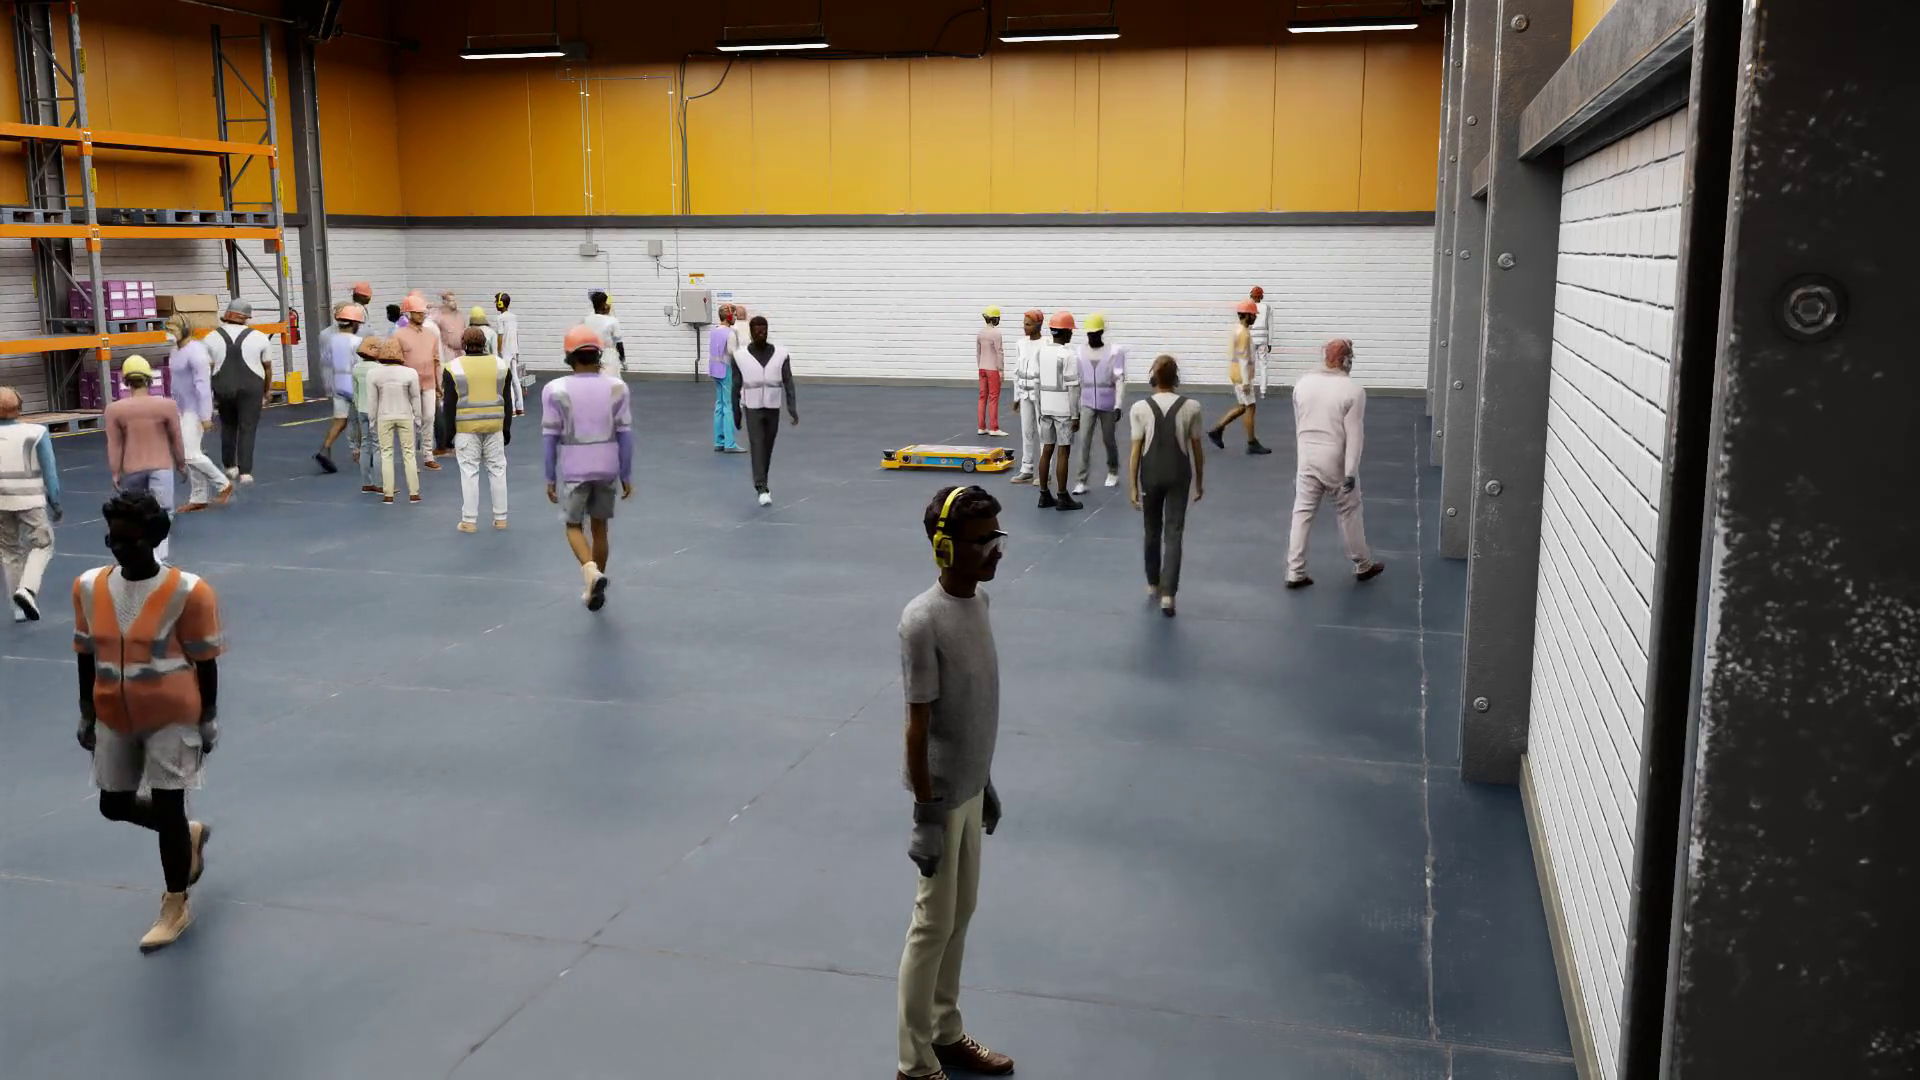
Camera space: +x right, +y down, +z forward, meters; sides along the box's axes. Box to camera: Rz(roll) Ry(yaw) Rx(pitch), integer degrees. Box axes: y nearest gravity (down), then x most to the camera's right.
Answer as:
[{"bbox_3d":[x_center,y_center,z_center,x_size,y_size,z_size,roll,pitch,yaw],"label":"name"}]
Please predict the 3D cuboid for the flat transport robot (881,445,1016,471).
[{"bbox_3d":[-0.128,-0.952,19.148,1.431,0.197,0.652,3,10,15],"label":"flat transport robot"}]

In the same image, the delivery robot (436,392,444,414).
[{"bbox_3d":[-7.433,-2.039,24.234,0.477,0.478,0.707,-6,12,-32],"label":"delivery robot"}]

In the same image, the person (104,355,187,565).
[{"bbox_3d":[-6.213,-0.544,12.695,0.523,1.733,0.815,-3,10,-15],"label":"person"}]

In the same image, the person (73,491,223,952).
[{"bbox_3d":[-2.974,0.631,6.182,0.543,1.682,0.546,1,10,5],"label":"person"}]

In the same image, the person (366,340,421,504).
[{"bbox_3d":[-5.617,-1.171,16.534,0.505,1.632,0.269,-4,11,-20],"label":"person"}]

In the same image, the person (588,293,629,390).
[{"bbox_3d":[-6.086,-3.369,28.654,0.659,1.744,0.963,-10,14,-43],"label":"person"}]

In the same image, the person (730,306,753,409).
[{"bbox_3d":[-3.513,-2.886,26.306,0.518,1.615,0.635,-8,13,-38],"label":"person"}]

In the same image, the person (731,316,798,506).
[{"bbox_3d":[-1.979,-1.310,16.685,0.609,1.866,1.020,-4,11,-22],"label":"person"}]

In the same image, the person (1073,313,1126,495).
[{"bbox_3d":[1.457,-1.446,17.407,0.592,1.873,1.010,3,11,18],"label":"person"}]

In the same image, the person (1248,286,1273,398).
[{"bbox_3d":[4.972,-3.312,27.952,0.574,1.882,0.356,-1,10,-6],"label":"person"}]

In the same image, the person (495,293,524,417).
[{"bbox_3d":[-6.801,-2.784,25.024,0.332,1.864,0.509,3,10,16],"label":"person"}]

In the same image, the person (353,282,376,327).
[{"bbox_3d":[-9.416,-3.088,26.407,1.068,1.966,0.635,-5,11,-27],"label":"person"}]

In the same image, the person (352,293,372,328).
[{"bbox_3d":[-9.819,-3.191,27.394,0.559,1.838,0.709,2,10,12],"label":"person"}]

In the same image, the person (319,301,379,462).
[{"bbox_3d":[-7.150,-1.843,19.535,0.648,1.910,0.659,-4,11,-21],"label":"person"}]

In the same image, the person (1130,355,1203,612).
[{"bbox_3d":[1.460,-0.410,11.792,0.522,1.802,0.980,1,10,8],"label":"person"}]

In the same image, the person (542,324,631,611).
[{"bbox_3d":[-2.555,-0.474,11.507,0.610,2.025,0.715,-5,11,-25],"label":"person"}]

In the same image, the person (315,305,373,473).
[{"bbox_3d":[-6.986,-1.713,18.906,0.546,1.896,0.914,4,11,20],"label":"person"}]

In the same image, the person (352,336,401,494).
[{"bbox_3d":[-6.056,-1.286,17.184,0.498,1.633,0.278,7,12,33],"label":"person"}]

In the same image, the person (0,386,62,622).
[{"bbox_3d":[-6.359,-0.222,11.188,0.527,1.619,0.509,-2,10,-12],"label":"person"}]

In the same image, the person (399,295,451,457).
[{"bbox_3d":[-6.555,-1.964,20.096,0.813,1.954,0.630,2,10,12],"label":"person"}]

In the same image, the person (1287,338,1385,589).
[{"bbox_3d":[2.828,-0.579,12.544,0.959,1.863,0.668,-10,14,-44],"label":"person"}]

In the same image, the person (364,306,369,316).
[{"bbox_3d":[-9.640,-3.003,27.021,0.504,1.581,0.876,9,13,41],"label":"person"}]

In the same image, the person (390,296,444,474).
[{"bbox_3d":[-6.123,-1.748,18.831,0.497,1.993,0.627,8,13,39],"label":"person"}]

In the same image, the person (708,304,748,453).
[{"bbox_3d":[-2.905,-1.992,20.589,0.374,1.841,0.575,-7,12,-34],"label":"person"}]

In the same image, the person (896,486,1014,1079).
[{"bbox_3d":[-0.014,0.758,4.945,0.310,1.868,0.532,4,11,21],"label":"person"}]

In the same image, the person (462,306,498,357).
[{"bbox_3d":[-6.808,-2.473,23.681,0.484,1.708,0.746,-5,11,-25],"label":"person"}]

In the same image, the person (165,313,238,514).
[{"bbox_3d":[-7.315,-1.197,15.853,0.465,1.924,0.639,-9,13,-41],"label":"person"}]

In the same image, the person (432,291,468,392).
[{"bbox_3d":[-8.033,-2.988,26.221,1.023,1.855,0.635,4,11,23],"label":"person"}]

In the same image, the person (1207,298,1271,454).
[{"bbox_3d":[3.469,-2.014,20.490,0.679,1.925,0.559,1,10,3],"label":"person"}]

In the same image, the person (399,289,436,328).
[{"bbox_3d":[-7.804,-2.628,23.931,0.550,1.936,0.365,-9,13,-40],"label":"person"}]

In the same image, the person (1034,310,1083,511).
[{"bbox_3d":[0.972,-1.258,16.163,0.365,1.935,0.552,-8,13,-39],"label":"person"}]

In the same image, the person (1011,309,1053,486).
[{"bbox_3d":[0.806,-1.522,17.820,0.579,1.880,0.342,9,14,42],"label":"person"}]

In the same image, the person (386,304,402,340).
[{"bbox_3d":[-8.838,-2.916,26.385,0.906,1.651,0.539,2,10,11],"label":"person"}]

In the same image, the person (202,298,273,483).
[{"bbox_3d":[-7.858,-1.664,18.174,0.701,2.000,0.912,-3,10,-14],"label":"person"}]

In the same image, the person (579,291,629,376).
[{"bbox_3d":[-5.006,-2.514,23.360,0.634,1.947,0.757,3,10,17],"label":"person"}]

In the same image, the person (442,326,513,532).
[{"bbox_3d":[-4.324,-0.990,14.923,0.626,1.844,0.429,-7,12,-34],"label":"person"}]

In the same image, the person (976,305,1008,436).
[{"bbox_3d":[0.425,-2.279,22.437,0.312,1.768,0.522,-8,12,-37],"label":"person"}]
